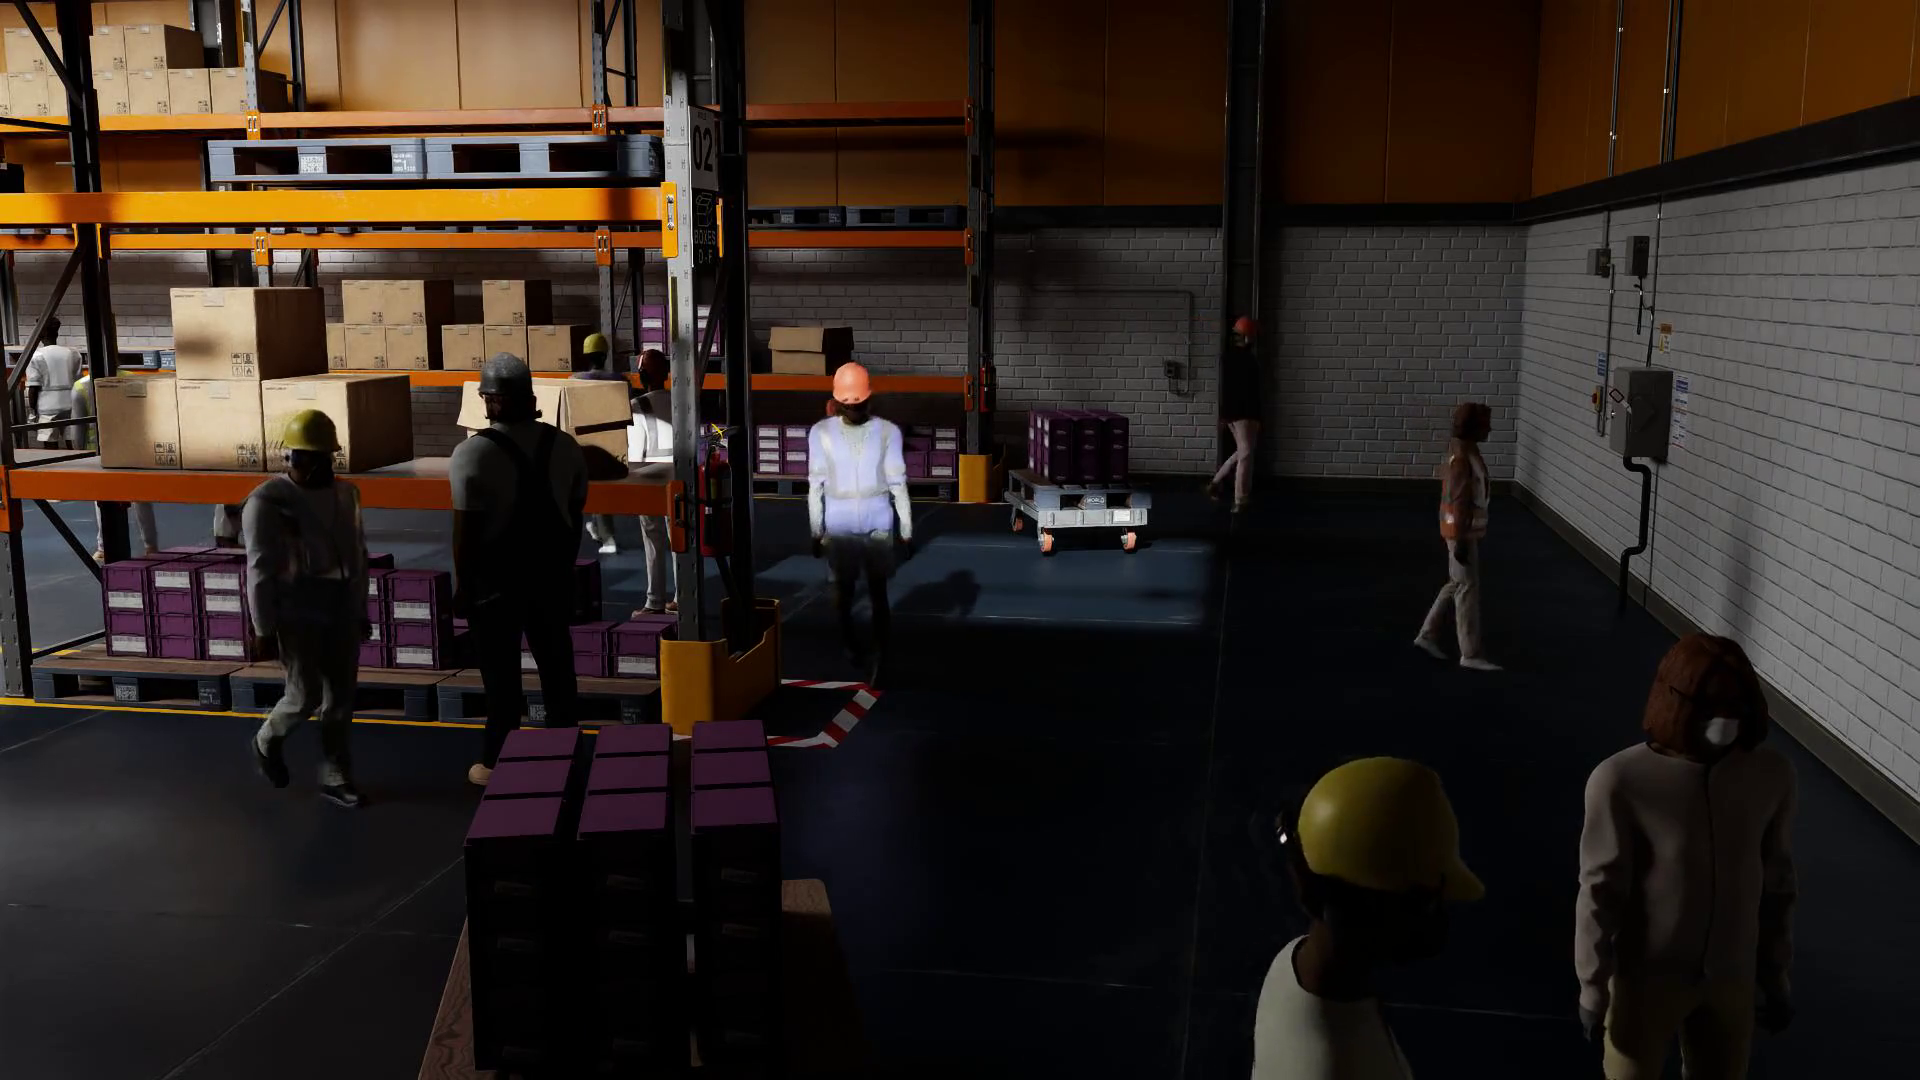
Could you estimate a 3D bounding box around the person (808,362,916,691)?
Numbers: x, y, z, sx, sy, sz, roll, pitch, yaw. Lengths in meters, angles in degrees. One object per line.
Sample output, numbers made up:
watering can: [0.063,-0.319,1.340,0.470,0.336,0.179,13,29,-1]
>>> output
person: [-0.568,-0.087,9.647,0.616,1.905,0.611,-1,9,-5]

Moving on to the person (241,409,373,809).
person: [-2.936,0.309,7.486,0.538,1.811,0.595,6,11,33]

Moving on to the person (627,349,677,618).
person: [-2.071,-0.370,11.454,0.355,1.887,0.574,7,12,39]

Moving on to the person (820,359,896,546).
person: [-0.901,-0.732,14.378,0.524,1.667,0.829,-8,12,-41]

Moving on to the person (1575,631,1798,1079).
person: [1.632,1.001,3.763,0.510,1.625,0.278,-1,9,-7]

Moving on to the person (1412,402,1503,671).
person: [3.069,-0.023,10.160,0.485,1.647,0.522,4,10,22]

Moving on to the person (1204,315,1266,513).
person: [2.804,-1.247,16.596,0.469,1.977,0.624,-2,9,-15]

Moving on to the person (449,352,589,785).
person: [-2.118,0.137,7.837,0.675,2.000,0.536,-9,13,-44]

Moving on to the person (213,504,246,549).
person: [-4.902,-0.370,11.359,0.660,1.918,0.548,-2,9,-12]

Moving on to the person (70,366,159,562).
person: [-7.062,-0.731,13.884,0.641,1.833,0.430,-9,13,-43]

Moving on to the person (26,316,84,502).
person: [-9.491,-1.378,17.464,0.367,1.966,0.605,6,11,32]

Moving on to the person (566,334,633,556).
person: [-3.145,-0.834,14.375,0.588,1.873,0.997,-5,11,-30]

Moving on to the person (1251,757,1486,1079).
person: [0.468,1.158,2.432,0.514,1.749,0.523,2,9,10]
